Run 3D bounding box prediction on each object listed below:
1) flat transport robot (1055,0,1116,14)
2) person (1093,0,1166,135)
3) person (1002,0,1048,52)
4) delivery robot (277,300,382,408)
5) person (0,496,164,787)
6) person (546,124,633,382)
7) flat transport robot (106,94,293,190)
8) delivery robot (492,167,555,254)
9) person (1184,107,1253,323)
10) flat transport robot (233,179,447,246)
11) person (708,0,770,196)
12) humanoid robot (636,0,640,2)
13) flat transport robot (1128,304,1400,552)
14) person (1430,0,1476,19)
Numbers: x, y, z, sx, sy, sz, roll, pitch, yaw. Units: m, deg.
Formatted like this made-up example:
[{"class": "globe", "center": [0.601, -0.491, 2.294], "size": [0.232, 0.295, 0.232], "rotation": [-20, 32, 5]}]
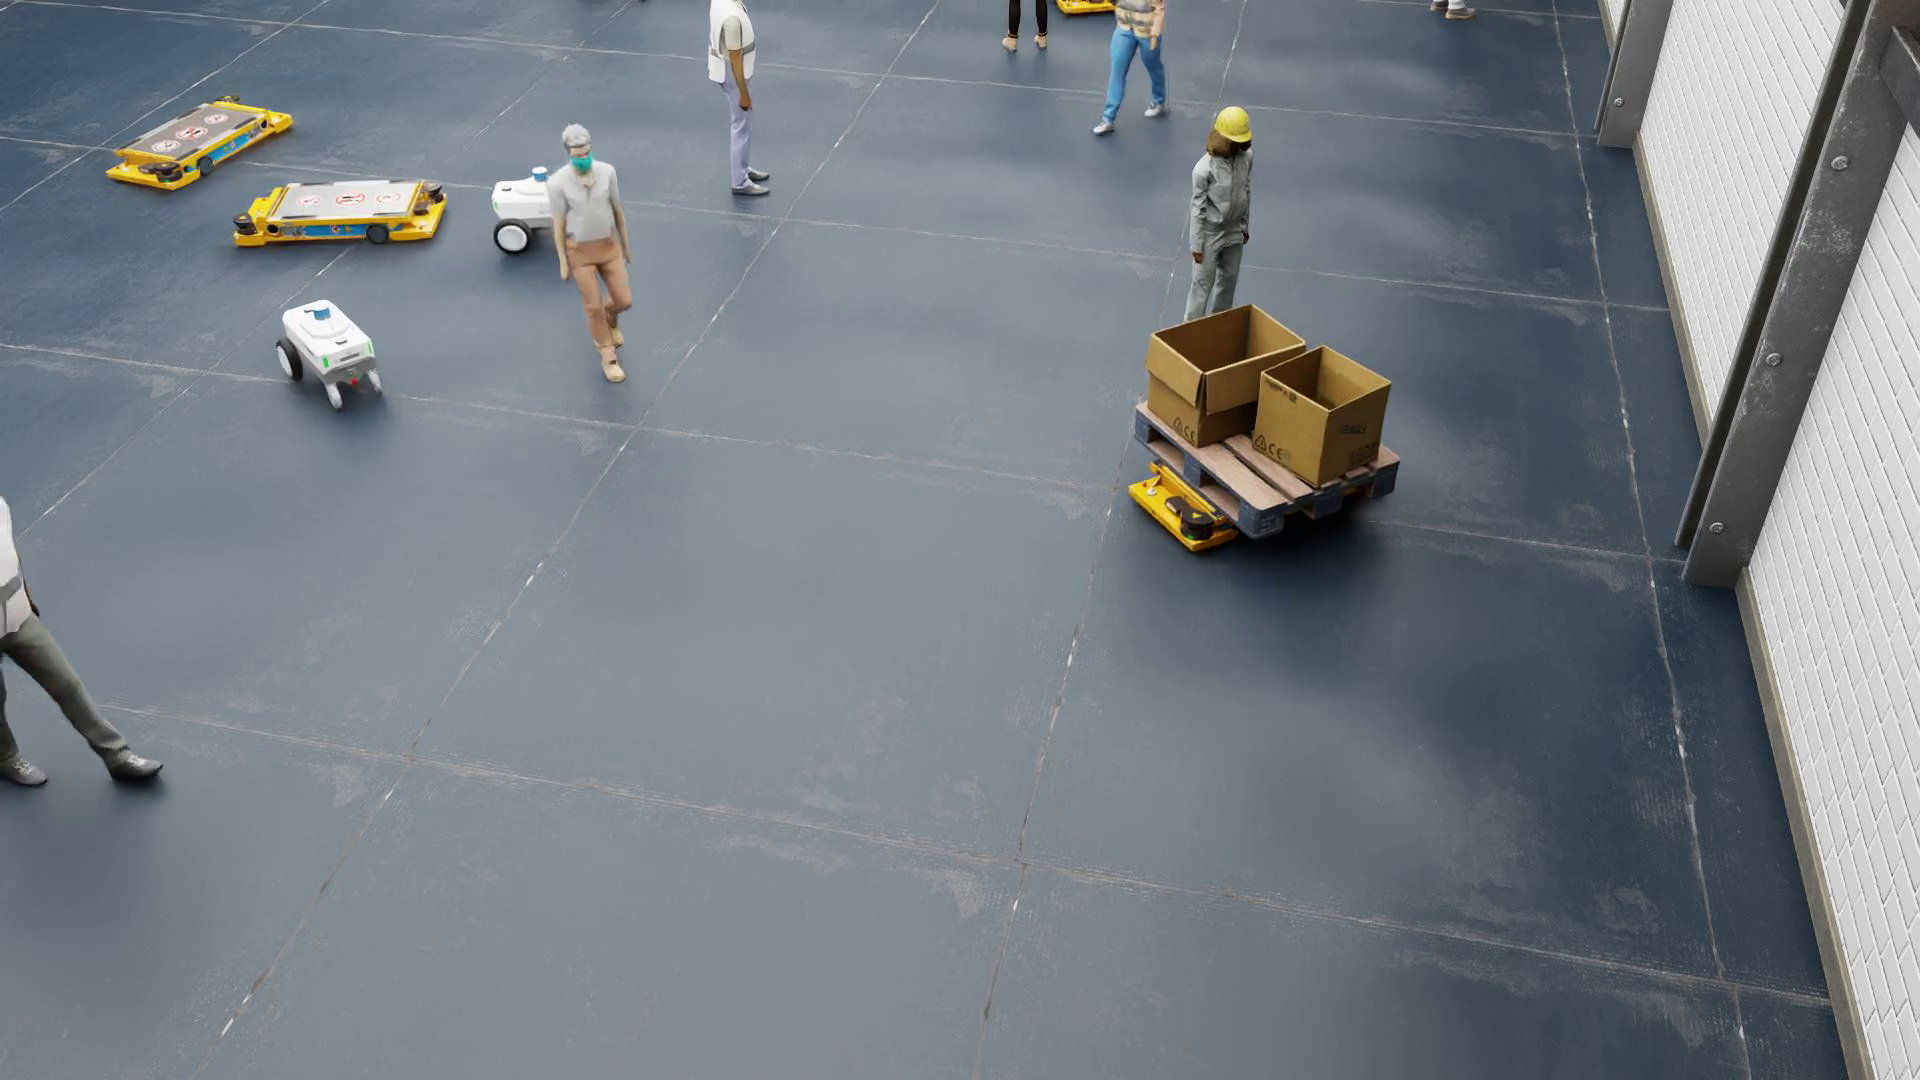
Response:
[{"class": "flat transport robot", "center": [1.194, -5.633, 16.756], "size": [0.659, 0.231, 1.431], "rotation": [-7, 37, -10]}, {"class": "person", "center": [1.482, -4.232, 13.697], "size": [0.506, 1.678, 0.887], "rotation": [26, 44, 30]}, {"class": "person", "center": [0.611, -5.310, 15.138], "size": [0.532, 1.691, 0.322], "rotation": [-7, 37, -9]}, {"class": "delivery robot", "center": [-4.026, -1.238, 10.630], "size": [0.499, 0.587, 0.788], "rotation": [-26, 44, -30]}, {"class": "person", "center": [-4.185, 0.438, 7.351], "size": [0.926, 1.796, 0.574], "rotation": [12, 38, 15]}, {"class": "person", "center": [-2.315, -1.829, 10.449], "size": [0.462, 1.721, 0.449], "rotation": [-17, 40, -21]}, {"class": "flat transport robot", "center": [-6.195, -3.254, 13.573], "size": [0.659, 0.231, 1.431], "rotation": [13, 39, 17]}, {"class": "delivery robot", "center": [-3.090, -2.435, 12.252], "size": [0.783, 0.612, 0.520], "rotation": [-3, 37, -4]}, {"class": "person", "center": [1.661, -1.937, 10.591], "size": [0.489, 1.730, 0.321], "rotation": [-26, 44, -30]}, {"class": "flat transport robot", "center": [-4.649, -2.461, 12.512], "size": [1.431, 0.231, 0.659], "rotation": [-3, 37, -3]}, {"class": "person", "center": [-1.692, -3.496, 12.595], "size": [0.416, 1.830, 0.575], "rotation": [-7, 37, -9]}, {"class": "humanoid robot", "center": [-3.507, -6.051, 16.165], "size": [0.837, 1.874, 0.558], "rotation": [22, 42, 27]}, {"class": "flat transport robot", "center": [1.758, -0.367, 9.709], "size": [1.431, 0.231, 0.659], "rotation": [-18, 40, -23]}, {"class": "person", "center": [4.826, -5.944, 15.825], "size": [0.337, 1.882, 0.583], "rotation": [-13, 39, -16]}]
